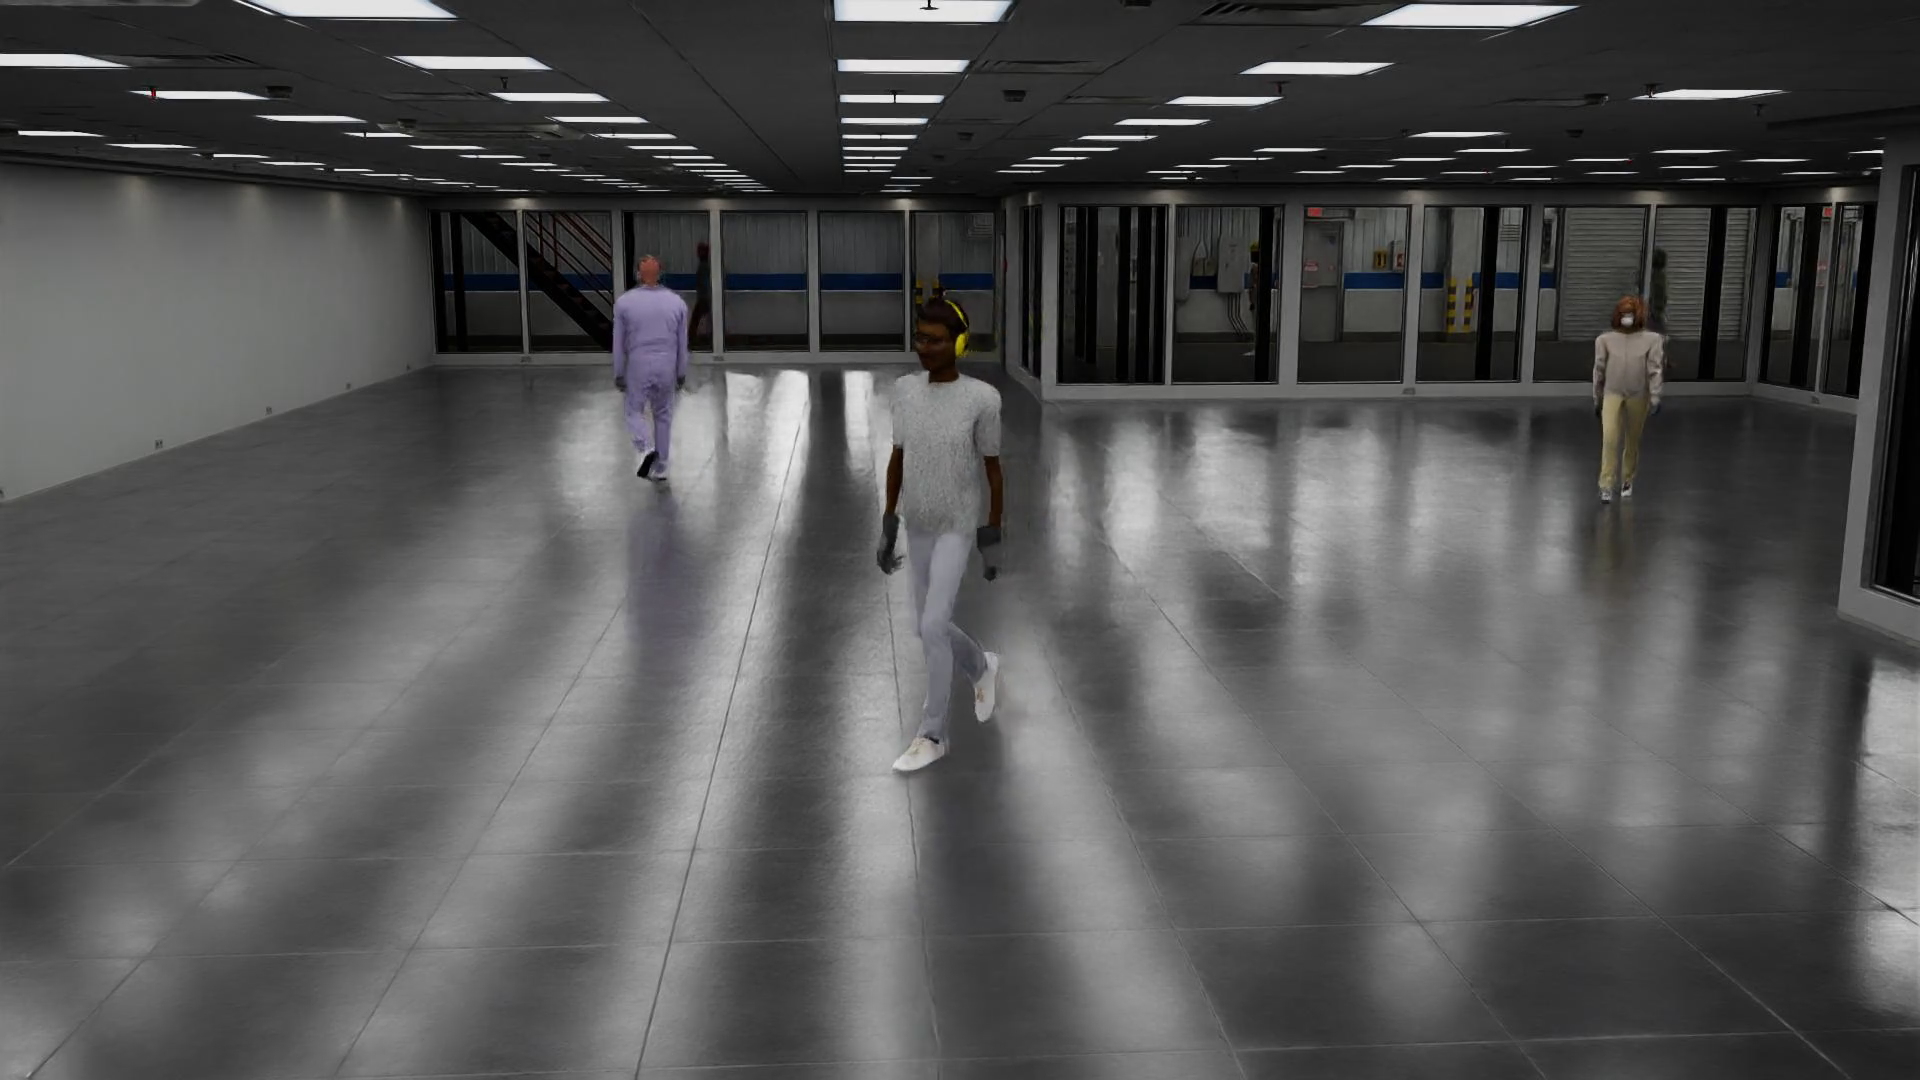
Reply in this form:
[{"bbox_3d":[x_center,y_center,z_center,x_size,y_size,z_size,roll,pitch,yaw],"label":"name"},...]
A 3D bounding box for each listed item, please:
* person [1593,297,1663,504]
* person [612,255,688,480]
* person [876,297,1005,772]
[{"bbox_3d":[5.165,-1.088,12.910,0.500,1.588,0.858,4,11,21],"label":"person"},{"bbox_3d":[-2.580,-1.424,13.905,0.644,1.897,0.487,-5,12,-24],"label":"person"},{"bbox_3d":[-0.046,-0.052,6.666,0.526,1.845,0.785,7,13,34],"label":"person"}]
